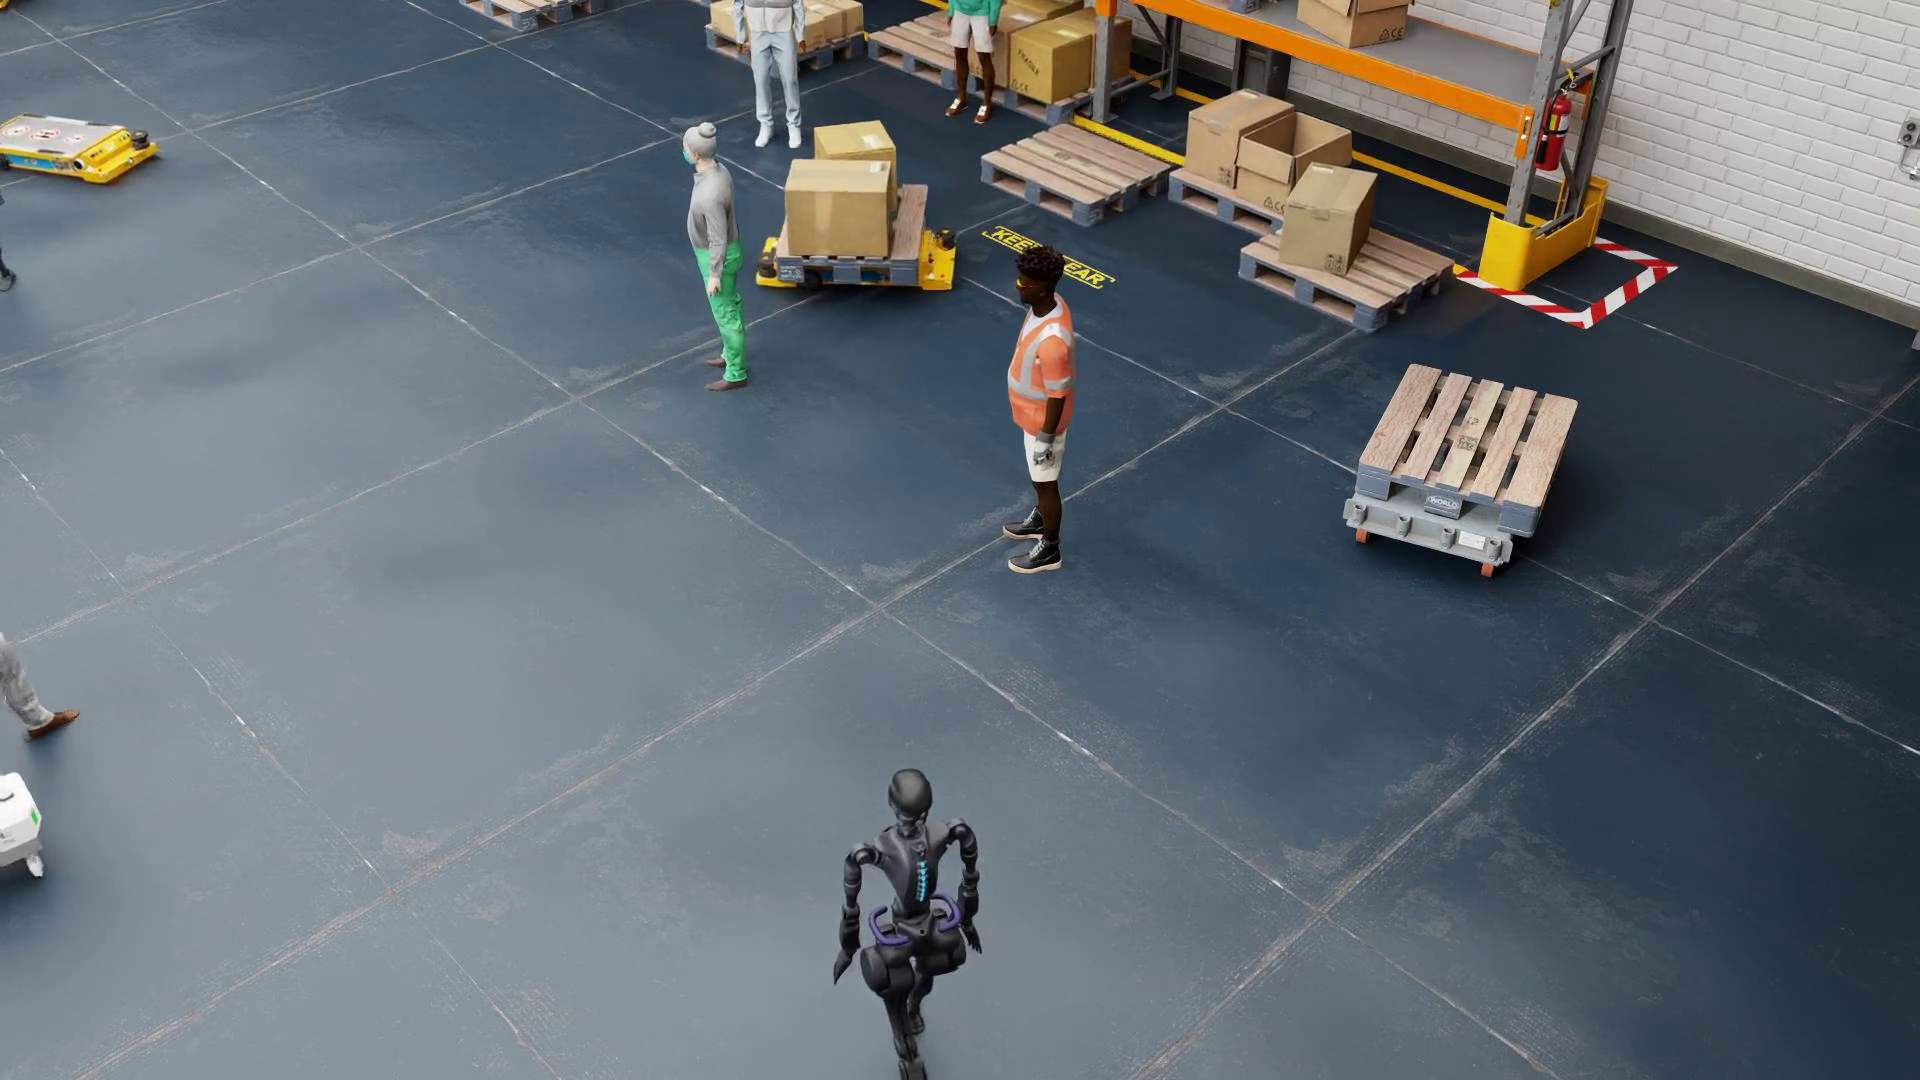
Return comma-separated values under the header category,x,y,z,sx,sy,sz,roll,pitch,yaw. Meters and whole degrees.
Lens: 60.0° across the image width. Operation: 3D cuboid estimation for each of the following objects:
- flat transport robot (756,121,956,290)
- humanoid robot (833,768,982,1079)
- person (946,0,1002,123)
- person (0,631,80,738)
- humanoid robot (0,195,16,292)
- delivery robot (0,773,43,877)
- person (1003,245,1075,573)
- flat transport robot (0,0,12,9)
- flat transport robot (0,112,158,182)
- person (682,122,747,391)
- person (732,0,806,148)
category,x,y,z,sx,sy,sz,roll,pitch,yaw
flat transport robot,-0.756,-2.088,12.298,1.431,0.231,0.659,2,37,2
humanoid robot,-0.186,1.551,6.367,0.604,1.631,0.823,-14,39,-18
person,0.135,-4.510,14.202,0.507,1.841,0.399,21,42,25
person,-4.733,0.451,7.817,0.642,1.634,0.498,-22,42,-26
humanoid robot,-7.114,-2.545,11.730,0.613,1.647,0.325,-2,37,-3
delivery robot,-4.536,1.388,7.460,0.767,0.595,0.521,-27,44,-31
person,0.434,-0.703,9.057,0.361,1.963,0.614,-2,37,-2
flat transport robot,-10.074,-5.780,17.185,0.659,0.231,1.431,-6,38,-8
flat transport robot,-7.521,-3.271,13.863,1.431,0.231,0.659,10,38,13
person,-1.561,-1.815,10.628,0.347,1.848,0.513,-2,37,-3
person,-1.566,-4.192,13.727,0.598,1.909,0.400,1,37,1
